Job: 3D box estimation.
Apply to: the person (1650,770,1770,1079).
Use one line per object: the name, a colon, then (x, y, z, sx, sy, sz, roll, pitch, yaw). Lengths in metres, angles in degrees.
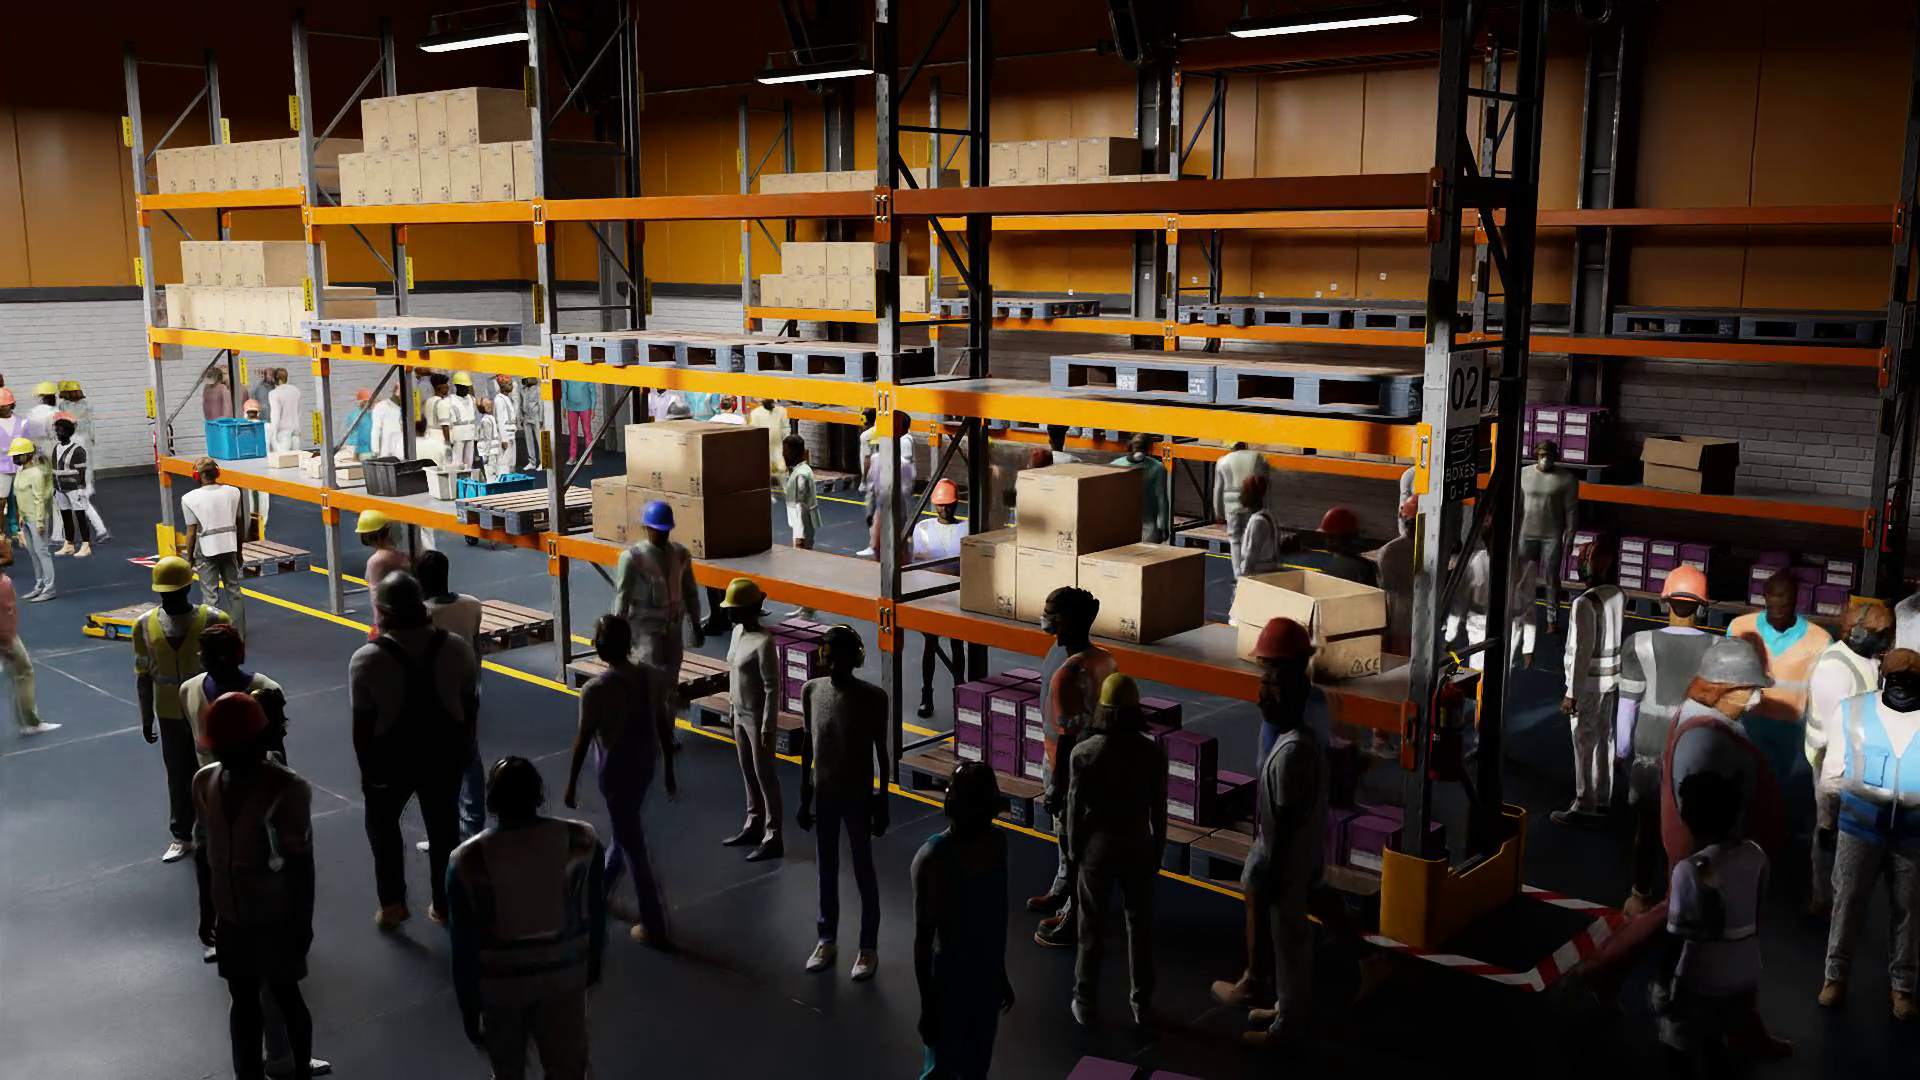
person: (3.048, 1.773, 6.713, 0.554, 1.680, 0.393, -6, 12, -32)

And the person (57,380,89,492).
person: (-13.615, -1.579, 25.479, 0.488, 1.735, 0.334, 8, 13, 38)

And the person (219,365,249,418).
person: (-11.595, -1.823, 26.383, 0.643, 1.908, 0.409, 3, 10, 14)

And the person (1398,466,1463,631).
person: (4.627, -0.048, 16.336, 0.637, 1.911, 0.403, 0, 10, 1)

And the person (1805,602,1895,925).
person: (4.954, 1.240, 9.272, 0.641, 1.826, 0.439, -8, 13, -37)

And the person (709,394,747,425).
person: (-3.062, -1.016, 22.021, 0.560, 1.836, 0.394, 5, 11, 25)

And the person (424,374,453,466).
person: (-7.450, -1.405, 23.844, 0.370, 1.966, 0.608, -9, 13, -40)

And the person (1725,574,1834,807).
person: (4.931, 1.079, 10.167, 0.657, 1.850, 1.033, 5, 11, 28)

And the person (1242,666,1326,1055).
person: (1.537, 1.492, 7.826, 0.349, 1.841, 0.501, 3, 11, 19)

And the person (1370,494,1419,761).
person: (3.326, 0.633, 12.274, 0.618, 1.985, 0.406, -6, 12, -29)

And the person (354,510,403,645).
person: (-4.485, 0.627, 12.984, 0.501, 1.747, 0.557, 1, 10, 7)

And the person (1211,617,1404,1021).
person: (1.699, 1.373, 8.037, 0.882, 2.012, 0.626, 7, 12, 36)

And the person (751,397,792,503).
person: (-2.746, -1.393, 24.519, 0.623, 1.703, 0.417, -3, 11, -18)

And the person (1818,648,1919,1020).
person: (4.561, 1.429, 8.176, 0.632, 1.843, 0.429, 5, 11, 26)

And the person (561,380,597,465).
person: (-6.589, -2.286, 28.739, 0.621, 1.996, 0.373, 1, 10, 5)

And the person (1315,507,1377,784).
person: (2.689, 0.762, 11.552, 0.623, 1.981, 0.561, -8, 13, -40)

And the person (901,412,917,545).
person: (-0.705, -0.784, 21.107, 0.319, 1.693, 0.532, -1, 10, -3)

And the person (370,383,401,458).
person: (-7.880, -1.256, 23.328, 0.702, 1.857, 0.711, 9, 13, 40)

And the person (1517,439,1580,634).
person: (5.695, -0.038, 16.260, 0.643, 1.927, 0.391, 6, 12, 30)

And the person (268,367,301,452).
person: (-10.298, -1.667, 25.404, 0.372, 1.939, 0.629, 3, 11, 18)

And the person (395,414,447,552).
person: (-6.113, -0.500, 18.970, 0.638, 1.888, 0.847, -8, 13, -39)

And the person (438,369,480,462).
person: (-8.770, -2.386, 29.180, 0.684, 2.000, 0.538, 3, 11, 19)

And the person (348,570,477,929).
person: (-3.009, 1.153, 9.172, 0.700, 2.000, 0.540, -7, 12, -33)

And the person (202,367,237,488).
person: (-11.538, -1.734, 25.928, 0.673, 1.914, 0.361, 8, 13, 38)

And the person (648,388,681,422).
person: (-4.421, -1.548, 24.709, 0.601, 1.948, 0.387, 1, 10, 7)

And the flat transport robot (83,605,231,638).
flat transport robot: (-7.725, 0.812, 16.102, 1.431, 0.197, 0.652, 5, 11, 25)

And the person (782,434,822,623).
person: (-1.590, -0.110, 16.710, 0.404, 1.907, 0.598, -2, 10, -9)

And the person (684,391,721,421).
person: (-3.919, -1.673, 25.151, 0.613, 2.039, 0.388, 4, 11, 23)

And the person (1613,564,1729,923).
person: (3.950, 1.144, 9.219, 0.614, 2.040, 0.391, 3, 10, 17)

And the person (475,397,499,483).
person: (-6.726, -1.216, 23.708, 0.311, 1.636, 0.523, -2, 10, -10)

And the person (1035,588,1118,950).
person: (0.629, 1.224, 8.982, 0.363, 1.965, 0.610, 5, 11, 26)

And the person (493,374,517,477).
person: (-6.756, -1.521, 24.737, 0.361, 1.883, 0.574, -1, 10, -6)

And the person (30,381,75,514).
person: (-12.660, -1.243, 23.095, 0.598, 1.910, 0.594, 5, 11, 27)

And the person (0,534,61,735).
person: (-7.375, 0.752, 12.660, 0.504, 1.608, 0.752, 8, 13, 37)

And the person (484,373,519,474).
person: (-7.623, -2.070, 27.654, 0.607, 1.948, 0.390, 2, 10, 11)

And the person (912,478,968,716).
person: (-0.112, 0.462, 13.369, 0.544, 1.939, 0.372, 0, 10, 1)
